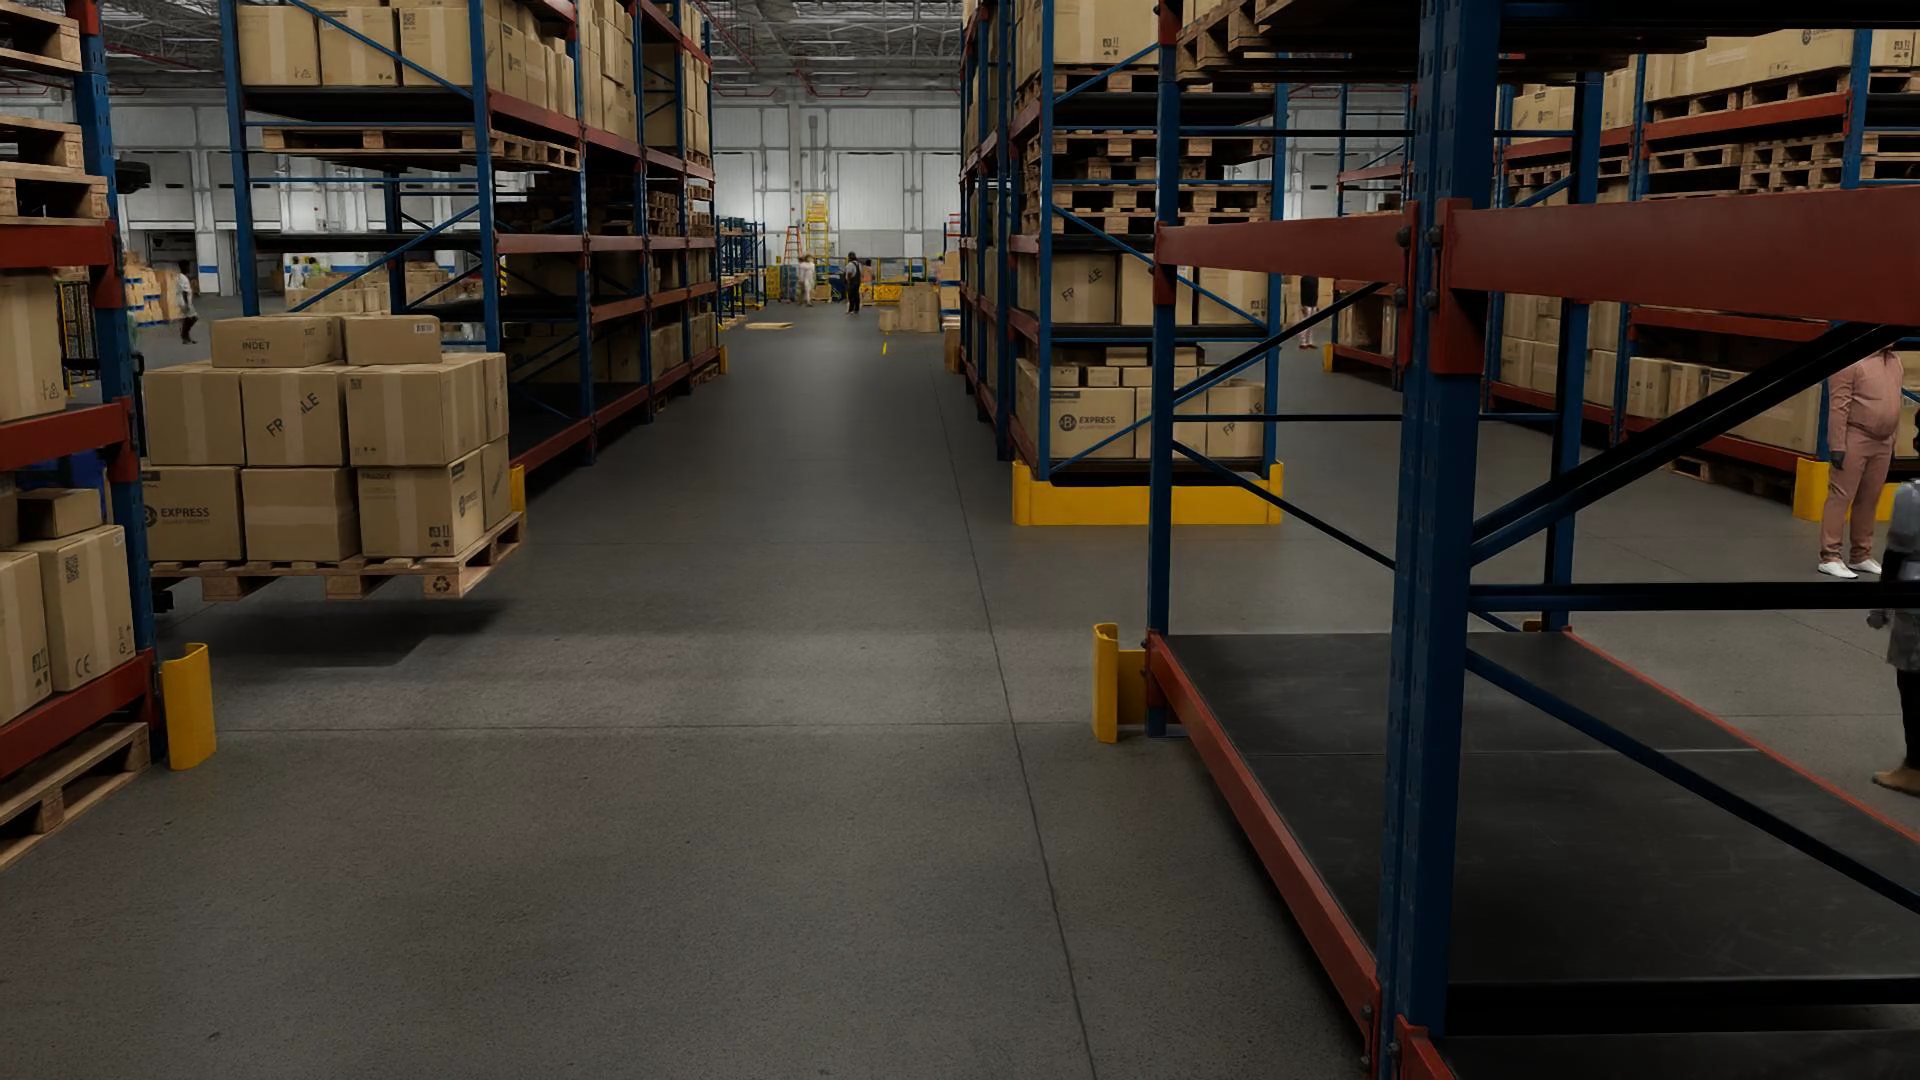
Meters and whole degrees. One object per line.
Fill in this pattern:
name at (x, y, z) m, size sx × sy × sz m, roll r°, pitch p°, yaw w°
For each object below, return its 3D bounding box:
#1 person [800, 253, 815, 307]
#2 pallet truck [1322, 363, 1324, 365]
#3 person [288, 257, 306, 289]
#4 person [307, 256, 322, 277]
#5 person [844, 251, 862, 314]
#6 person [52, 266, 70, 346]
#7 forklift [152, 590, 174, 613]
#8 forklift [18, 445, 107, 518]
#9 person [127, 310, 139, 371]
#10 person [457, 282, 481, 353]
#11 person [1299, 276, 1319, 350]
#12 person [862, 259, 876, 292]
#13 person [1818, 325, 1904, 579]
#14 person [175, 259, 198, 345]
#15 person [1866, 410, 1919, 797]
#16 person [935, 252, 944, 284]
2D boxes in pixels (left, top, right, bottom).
person at (-5.459, -9.275, 59.470) m, size 0.638 × 1.927 × 0.562 m, roll -9°, pitch 14°, yaw -42°
pallet truck at (7.712, -4.157, 30.737) m, size 1.885 × 1.965 × 0.823 m, roll 3°, pitch 11°, yaw 16°
person at (-23.249, -9.022, 58.379) m, size 0.961 × 1.821 × 0.506 m, roll 5°, pitch 11°, yaw 25°
person at (-23.025, -9.204, 59.350) m, size 0.454 × 1.817 × 0.646 m, roll 4°, pitch 11°, yaw 23°
person at (-3.522, -8.351, 53.981) m, size 0.538 × 2.000 × 0.681 m, roll 6°, pitch 12°, yaw 30°
person at (-20.363, -5.307, 37.365) m, size 0.559 × 1.920 × 0.541 m, roll 3°, pitch 11°, yaw 17°
forklift at (-5.858, -0.811, 9.639) m, size 1.873 × 2.768 × 1.129 m, roll -1°, pitch 10°, yaw -3°
forklift at (-6.211, -0.897, 10.119) m, size 1.873 × 2.768 × 1.129 m, roll 0°, pitch 10°, yaw -2°
person at (-12.512, -2.897, 24.820) m, size 0.513 × 1.611 × 0.651 m, roll -2°, pitch 10°, yaw -12°
person at (-9.137, -4.044, 31.235) m, size 0.861 × 1.594 × 0.532 m, roll 8°, pitch 13°, yaw 39°
person at (7.611, -5.121, 36.116) m, size 0.395 × 1.994 × 0.612 m, roll 9°, pitch 14°, yaw 42°
person at (-3.408, -9.813, 63.162) m, size 0.766 × 1.667 × 0.539 m, roll -8°, pitch 13°, yaw -37°
person at (6.343, -0.678, 11.643) m, size 0.642 × 1.900 × 0.400 m, roll -4°, pitch 11°, yaw -24°
person at (-17.523, -5.379, 37.680) m, size 0.427 × 1.946 × 0.632 m, roll -6°, pitch 12°, yaw -32°
person at (4.105, 0.270, 6.972) m, size 0.532 × 1.680 × 0.423 m, roll -4°, pitch 11°, yaw -22°
person at (-0.719, -10.385, 65.655) m, size 0.502 × 1.912 × 0.609 m, roll -10°, pitch 14°, yaw -43°
